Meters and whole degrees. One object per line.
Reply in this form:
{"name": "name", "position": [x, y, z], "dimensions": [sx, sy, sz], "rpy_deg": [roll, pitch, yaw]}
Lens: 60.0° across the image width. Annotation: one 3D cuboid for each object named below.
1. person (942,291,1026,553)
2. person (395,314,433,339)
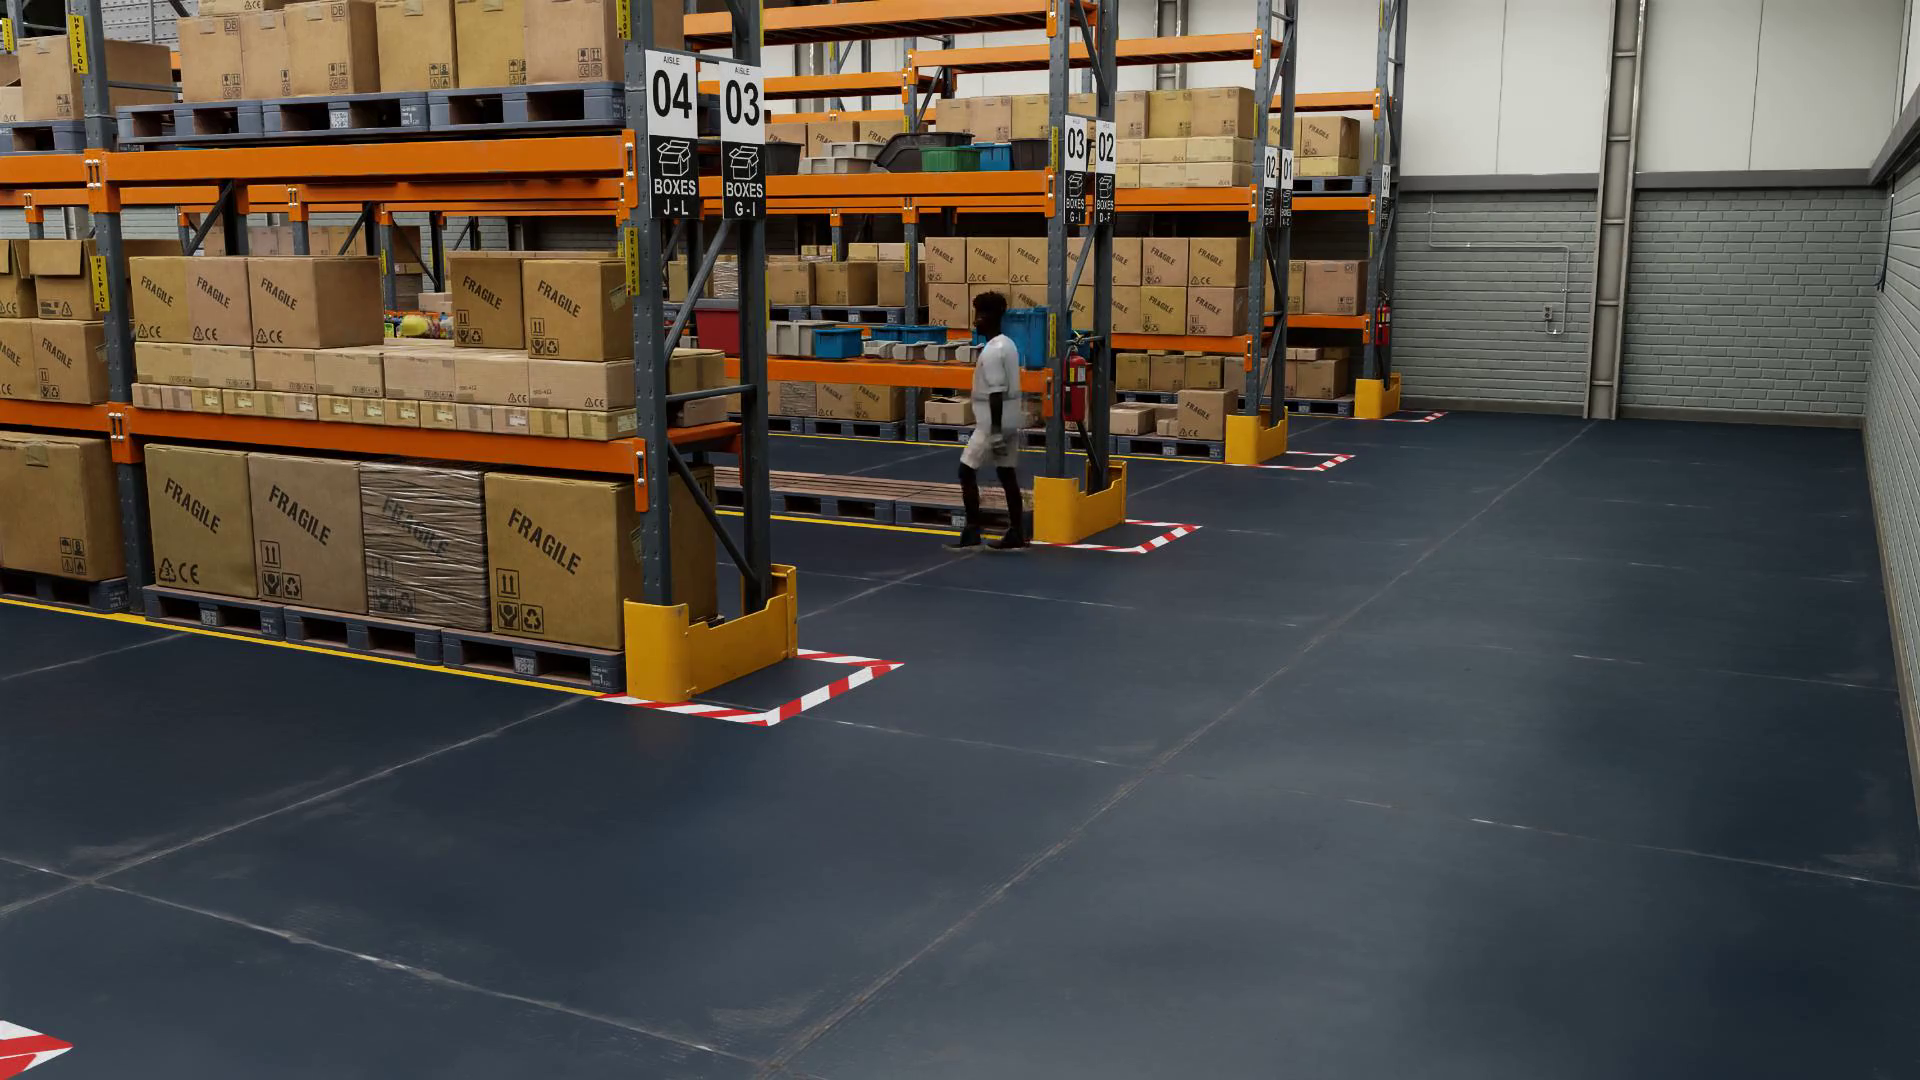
{"name": "person", "position": [0.165, -0.864, 12.329], "dimensions": [0.751, 1.939, 0.613], "rpy_deg": [4, 11, 21]}
{"name": "person", "position": [-4.117, -0.893, 13.007], "dimensions": [0.640, 1.744, 0.529], "rpy_deg": [2, 11, 12]}
